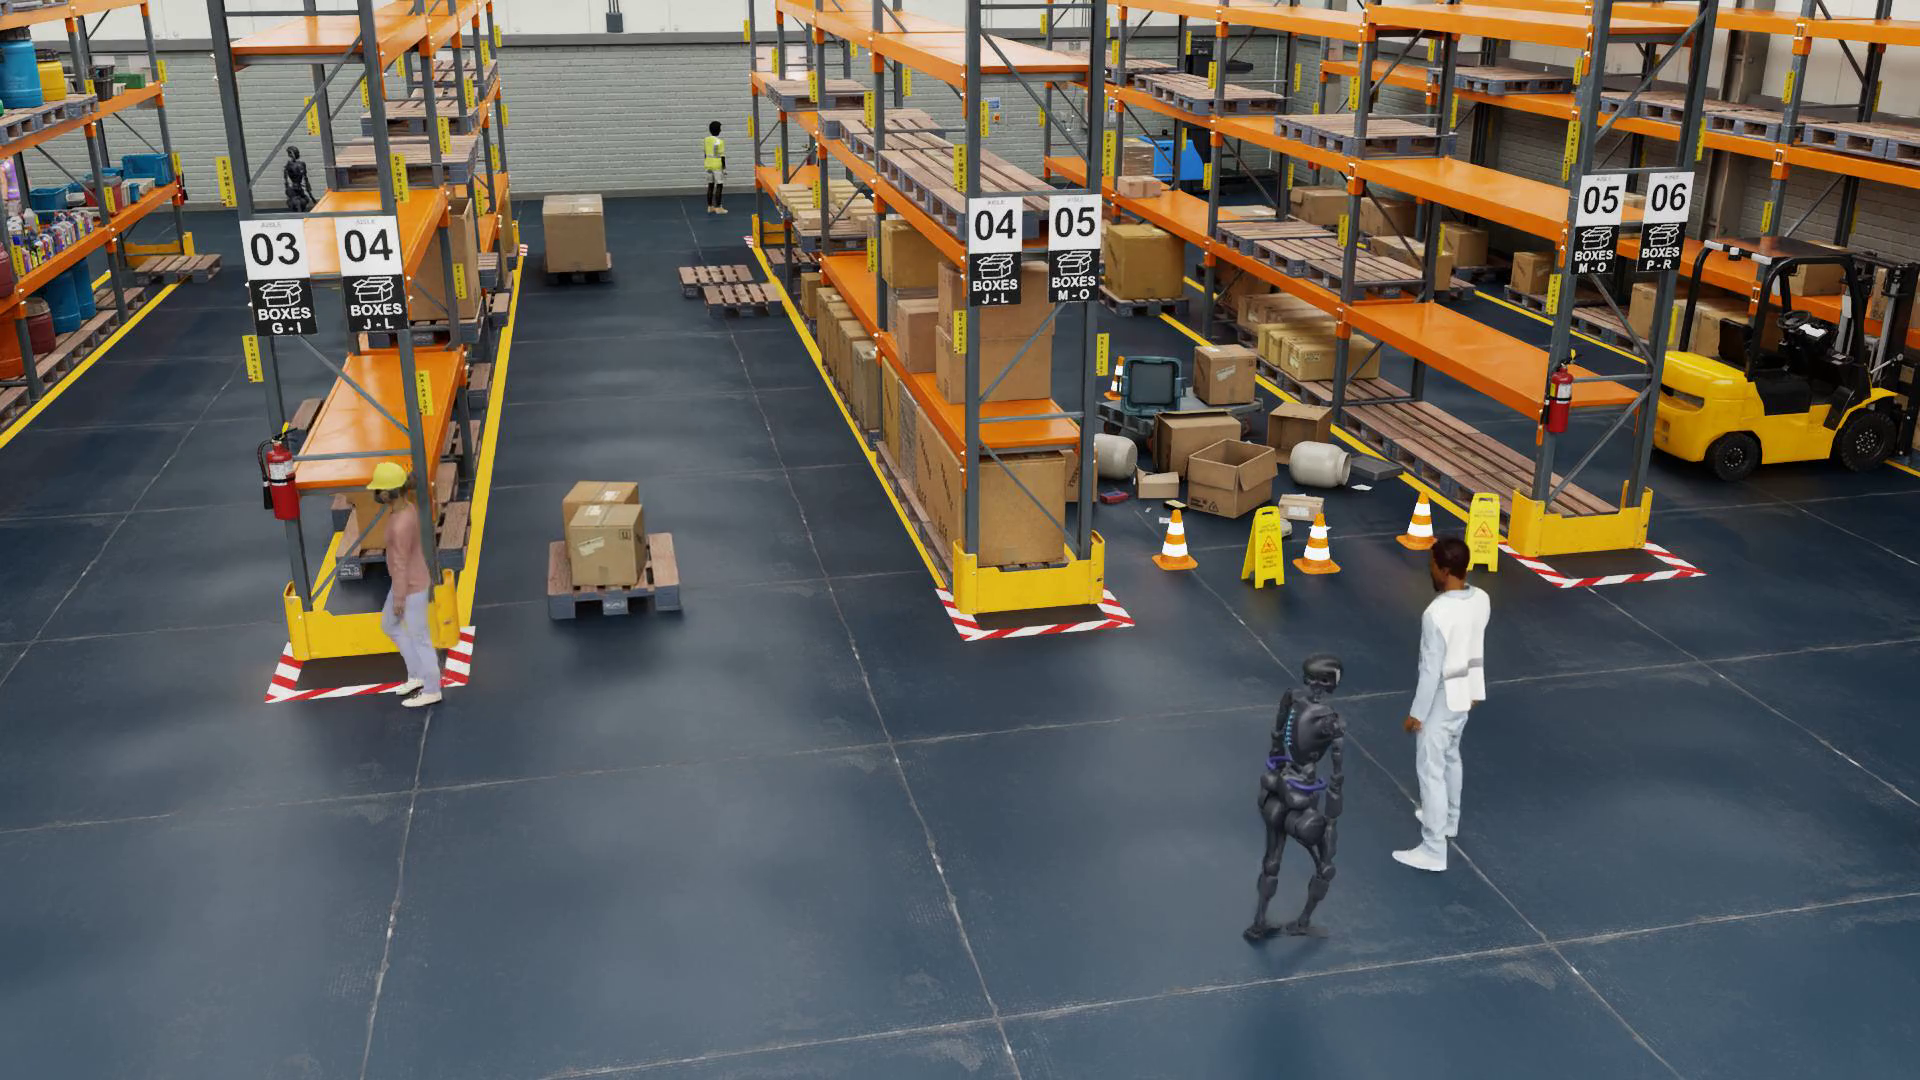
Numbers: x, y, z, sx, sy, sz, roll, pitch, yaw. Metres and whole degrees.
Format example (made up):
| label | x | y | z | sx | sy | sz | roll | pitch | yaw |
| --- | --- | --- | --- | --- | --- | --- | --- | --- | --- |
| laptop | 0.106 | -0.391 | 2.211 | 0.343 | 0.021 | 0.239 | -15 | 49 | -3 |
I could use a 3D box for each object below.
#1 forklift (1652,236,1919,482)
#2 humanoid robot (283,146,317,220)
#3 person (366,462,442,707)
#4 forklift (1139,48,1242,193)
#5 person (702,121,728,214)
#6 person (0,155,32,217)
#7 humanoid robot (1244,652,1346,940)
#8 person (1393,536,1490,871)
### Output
| label | x | y | z | sx | sy | sz | roll | pitch | yaw |
| --- | --- | --- | --- | --- | --- | --- | --- | --- | --- |
| forklift | 8.013 | -1.814 | 16.330 | 2.313 | 2.155 | 1.214 | -4 | 21 | -12 |
| humanoid robot | -10.907 | -5.694 | 27.553 | 0.711 | 1.631 | 0.593 | 7 | 21 | 18 |
| person | -3.784 | 0.316 | 11.206 | 0.457 | 1.751 | 0.544 | -6 | 21 | -16 |
| forklift | 4.566 | -8.313 | 32.860 | 1.873 | 2.768 | 1.129 | -4 | 21 | -12 |
| person | -4.502 | -6.850 | 30.610 | 0.539 | 1.685 | 0.324 | 15 | 25 | 36 |
| person | -15.370 | -5.564 | 27.149 | 0.348 | 1.688 | 0.489 | 12 | 23 | 28 |
| humanoid robot | 1.734 | 1.335 | 8.592 | 0.435 | 1.643 | 0.592 | -10 | 23 | -25 |
| person | 2.762 | 0.903 | 9.447 | 0.435 | 1.905 | 0.635 | 17 | 27 | 39 |
